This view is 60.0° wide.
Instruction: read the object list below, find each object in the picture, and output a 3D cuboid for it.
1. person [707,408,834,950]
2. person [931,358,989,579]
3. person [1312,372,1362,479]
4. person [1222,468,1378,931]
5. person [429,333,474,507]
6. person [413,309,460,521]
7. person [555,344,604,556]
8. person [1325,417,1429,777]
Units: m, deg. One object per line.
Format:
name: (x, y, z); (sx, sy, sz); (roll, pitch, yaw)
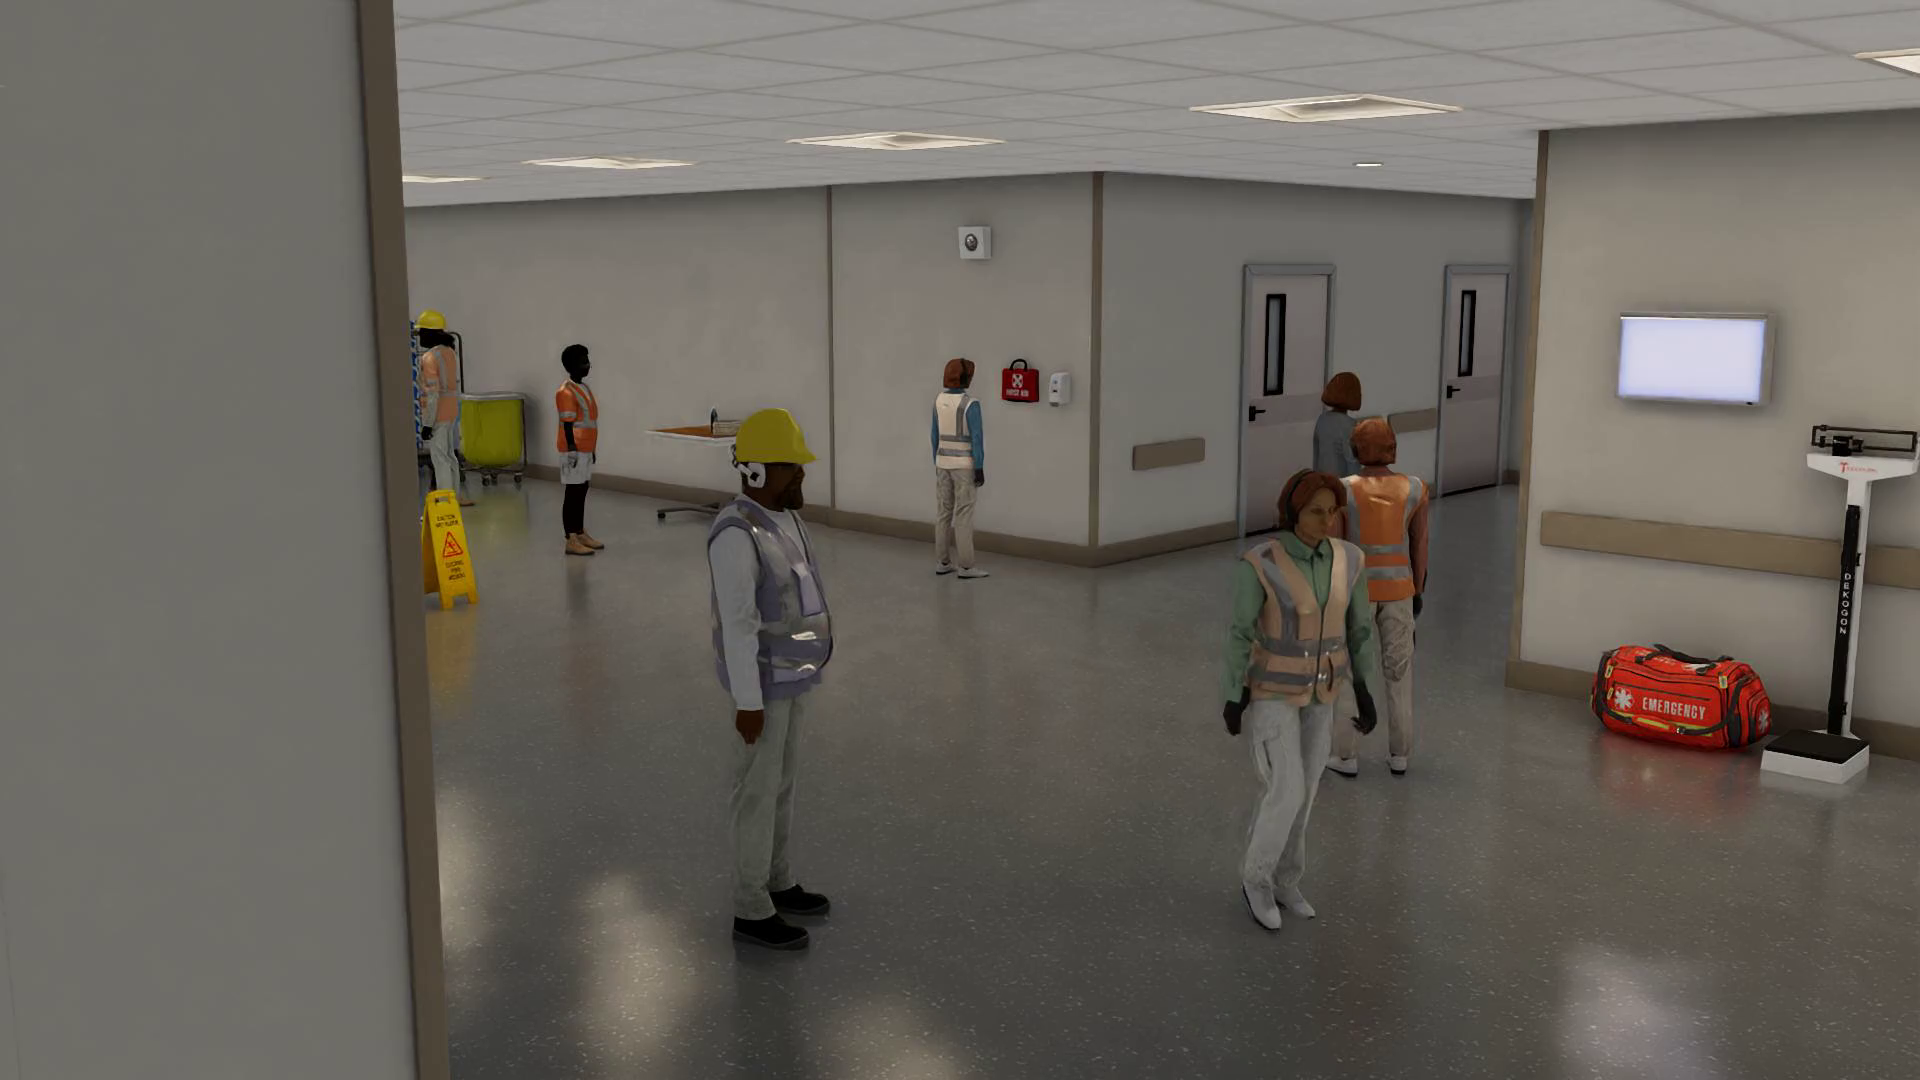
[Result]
person: (-0.639, 0.463, 5.708); (0.404, 1.831, 0.601); (2, 9, 10)
person: (-0.014, -0.532, 12.403); (0.305, 1.639, 0.522); (-8, 12, -41)
person: (2.473, -0.281, 10.881); (0.266, 1.632, 0.507); (-3, 10, -17)
person: (1.169, 0.557, 5.786); (0.528, 1.622, 0.453); (-5, 10, -27)
person: (-4.960, -1.145, 16.035); (0.416, 1.689, 0.543); (-4, 10, -21)
person: (-4.774, -1.132, 15.194); (0.358, 1.930, 0.588); (0, 9, 0)
person: (-3.081, -0.730, 13.441); (0.318, 1.697, 0.535); (1, 9, 4)
person: (1.864, 0.263, 7.528); (0.512, 1.639, 0.312); (-1, 9, -5)
